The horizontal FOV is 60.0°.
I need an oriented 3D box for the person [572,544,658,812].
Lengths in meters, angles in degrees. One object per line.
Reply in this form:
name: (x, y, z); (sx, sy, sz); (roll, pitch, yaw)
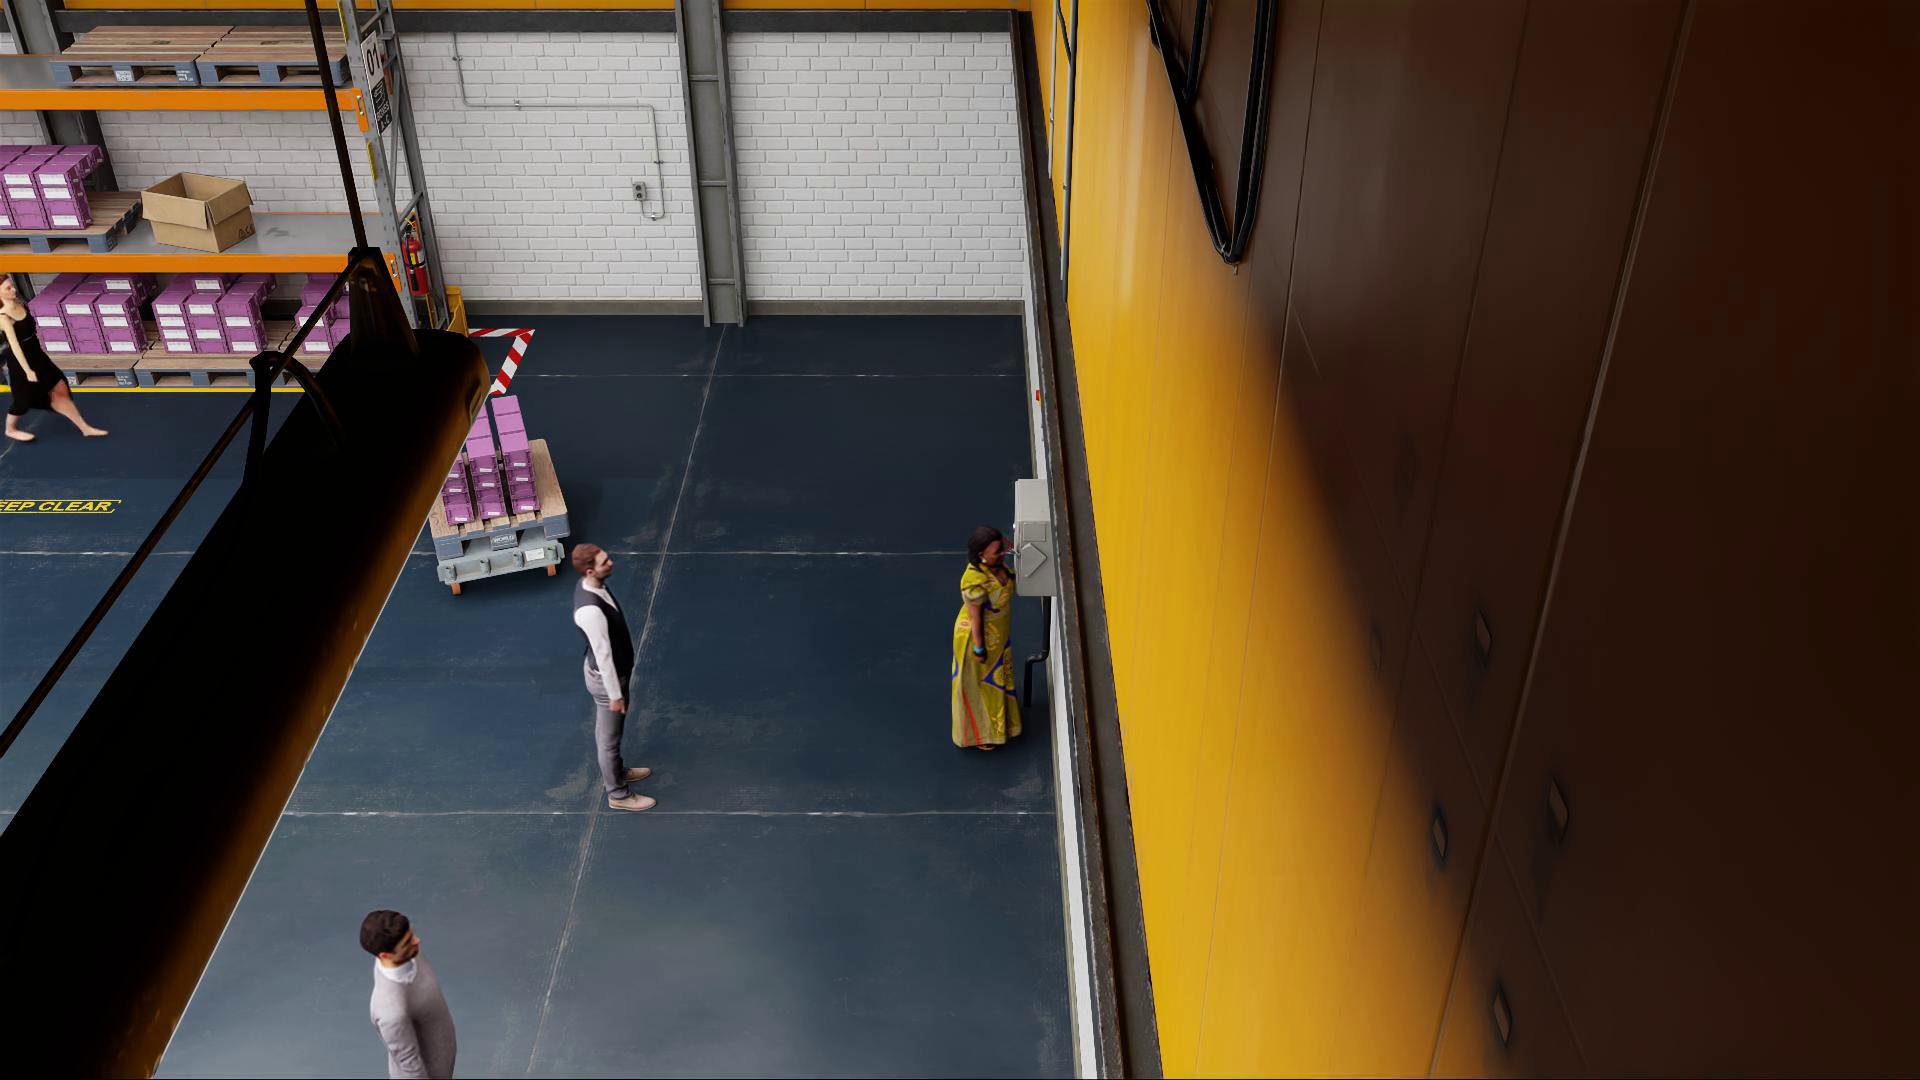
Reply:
person: (-2.208, 0.833, 10.380); (0.639, 1.938, 0.701); (-7, 34, -10)

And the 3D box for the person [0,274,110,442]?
person: (-8.064, -1.503, 14.224); (1.091, 1.573, 0.568); (0, 34, 0)

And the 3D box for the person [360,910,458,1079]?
person: (-2.564, 2.476, 7.921); (0.722, 1.923, 0.799); (-8, 34, -12)

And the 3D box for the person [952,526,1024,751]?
person: (0.157, 0.614, 10.961); (0.891, 1.660, 0.939); (9, 35, 13)
